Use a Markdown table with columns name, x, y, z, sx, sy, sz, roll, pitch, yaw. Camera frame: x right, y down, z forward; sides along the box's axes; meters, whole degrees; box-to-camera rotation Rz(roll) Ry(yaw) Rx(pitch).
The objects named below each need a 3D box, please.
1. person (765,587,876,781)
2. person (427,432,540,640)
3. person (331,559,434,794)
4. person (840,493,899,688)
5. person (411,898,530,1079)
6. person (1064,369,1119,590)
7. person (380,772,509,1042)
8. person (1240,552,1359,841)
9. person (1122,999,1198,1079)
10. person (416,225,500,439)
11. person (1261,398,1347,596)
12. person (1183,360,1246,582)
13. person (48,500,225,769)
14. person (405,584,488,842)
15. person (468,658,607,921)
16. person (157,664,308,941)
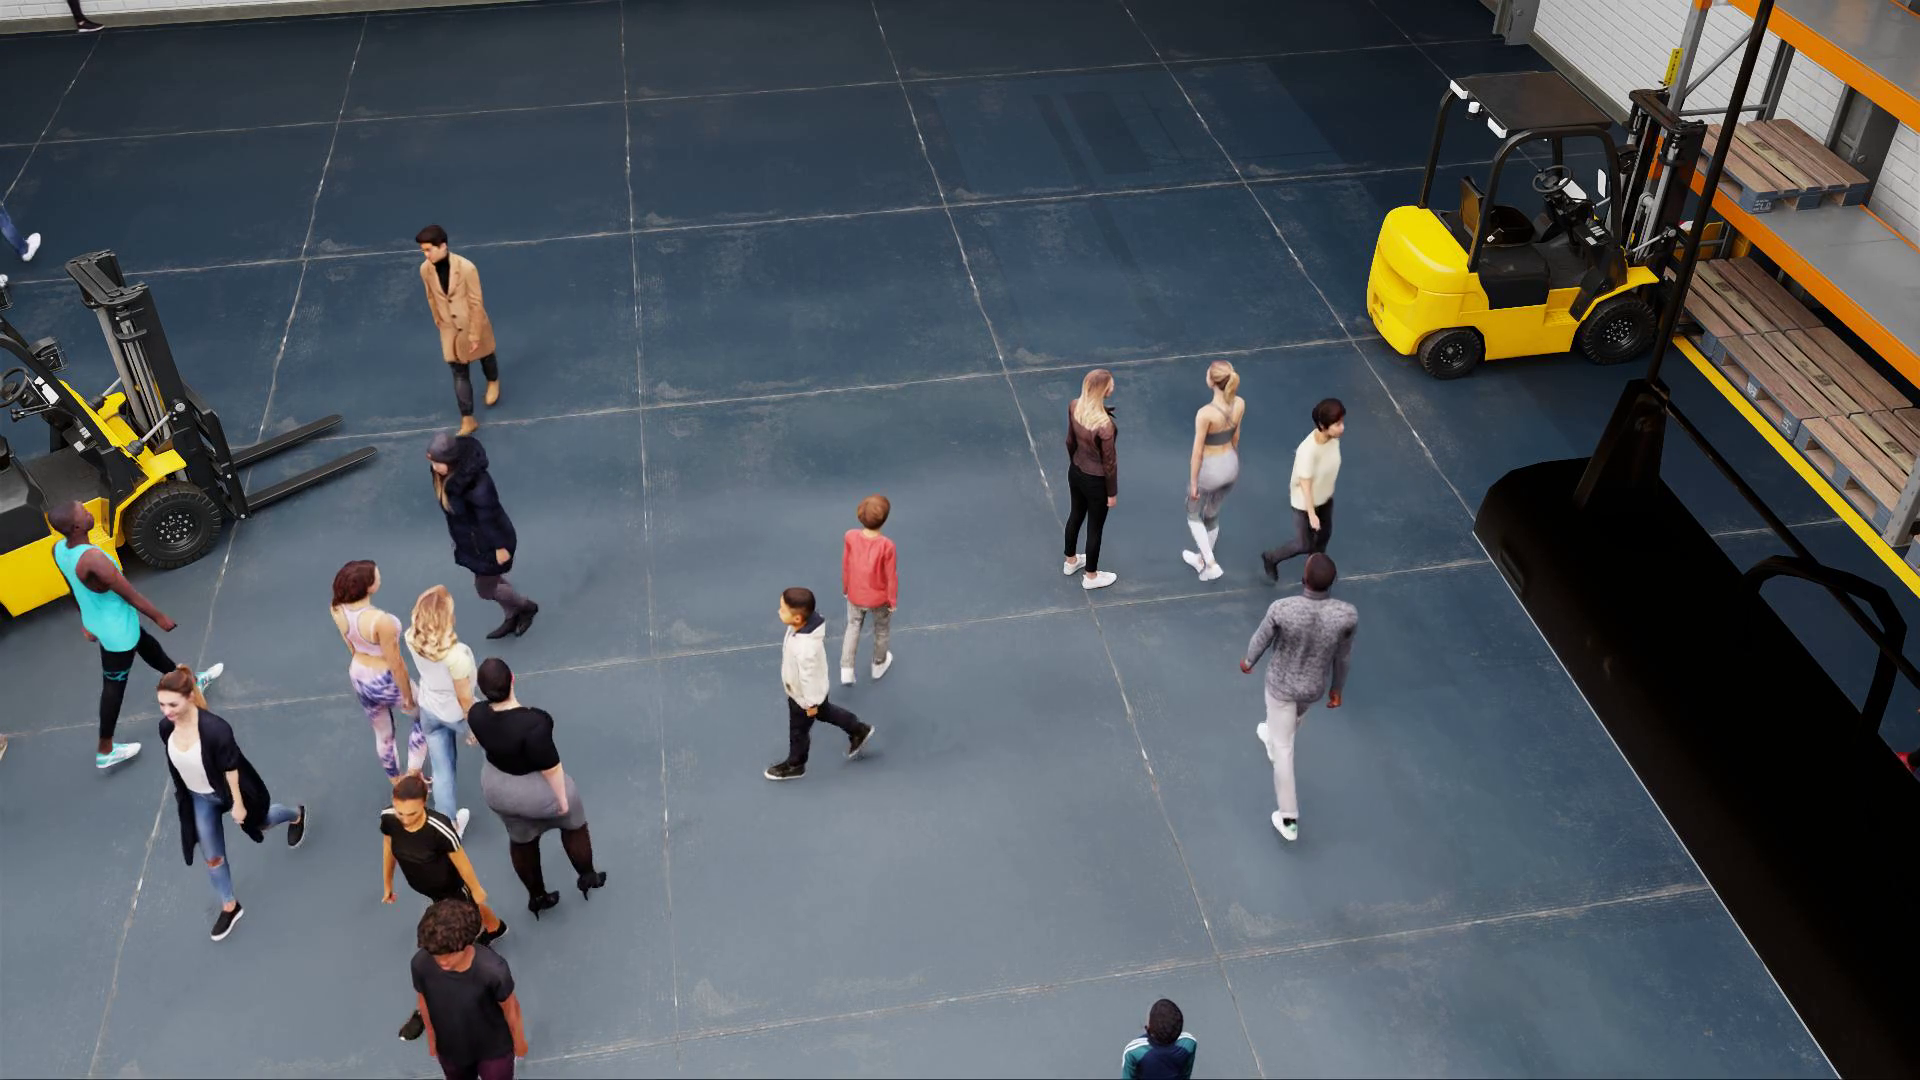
| name | x | y | z | sx | sy | sz | roll | pitch | yaw |
| --- | --- | --- | --- | --- | --- | --- | --- | --- | --- |
| person | -0.836 | 0.838 | 9.831 | 0.633 | 1.434 | 0.840 | -5 | 39 | -7 |
| person | -3.016 | -0.053 | 10.770 | 0.895 | 1.653 | 0.807 | -31 | 48 | -33 |
| person | -3.345 | 0.890 | 9.507 | 0.699 | 1.755 | 0.727 | 8 | 39 | 10 |
| person | -0.597 | 0.367 | 10.447 | 0.719 | 1.399 | 0.827 | 14 | 41 | 17 |
| person | -2.260 | 2.245 | 7.802 | 0.799 | 1.767 | 1.009 | 5 | 39 | 6 |
| person | 0.872 | -0.414 | 11.181 | 0.732 | 1.704 | 0.585 | -23 | 44 | -26 |
| person | -2.627 | 1.720 | 8.580 | 1.065 | 1.617 | 1.171 | 21 | 43 | 25 |
| person | 1.925 | 0.898 | 9.461 | 0.730 | 1.801 | 1.192 | -4 | 39 | -5 |
| person | 0.916 | 2.569 | 7.805 | 0.501 | 1.256 | 0.472 | -8 | 39 | -10 |
| person | -3.779 | -1.696 | 12.812 | 0.816 | 1.673 | 1.179 | 3 | 39 | 4 |
| person | 2.302 | -0.278 | 11.114 | 0.868 | 1.576 | 0.795 | 26 | 46 | 29 |
| person | 1.766 | -0.401 | 11.179 | 0.684 | 1.687 | 0.806 | -19 | 43 | -23 |
| person | -5.106 | 0.590 | 9.875 | 1.169 | 1.764 | 1.217 | 25 | 45 | 28 |
| person | -2.920 | 1.044 | 9.374 | 0.995 | 1.682 | 1.127 | 14 | 41 | 17 |
| person | -2.366 | 1.410 | 8.879 | 0.810 | 1.728 | 0.823 | 16 | 41 | 19 |
| person | -3.960 | 1.318 | 9.056 | 0.904 | 1.650 | 1.217 | 7 | 39 | 8 |
